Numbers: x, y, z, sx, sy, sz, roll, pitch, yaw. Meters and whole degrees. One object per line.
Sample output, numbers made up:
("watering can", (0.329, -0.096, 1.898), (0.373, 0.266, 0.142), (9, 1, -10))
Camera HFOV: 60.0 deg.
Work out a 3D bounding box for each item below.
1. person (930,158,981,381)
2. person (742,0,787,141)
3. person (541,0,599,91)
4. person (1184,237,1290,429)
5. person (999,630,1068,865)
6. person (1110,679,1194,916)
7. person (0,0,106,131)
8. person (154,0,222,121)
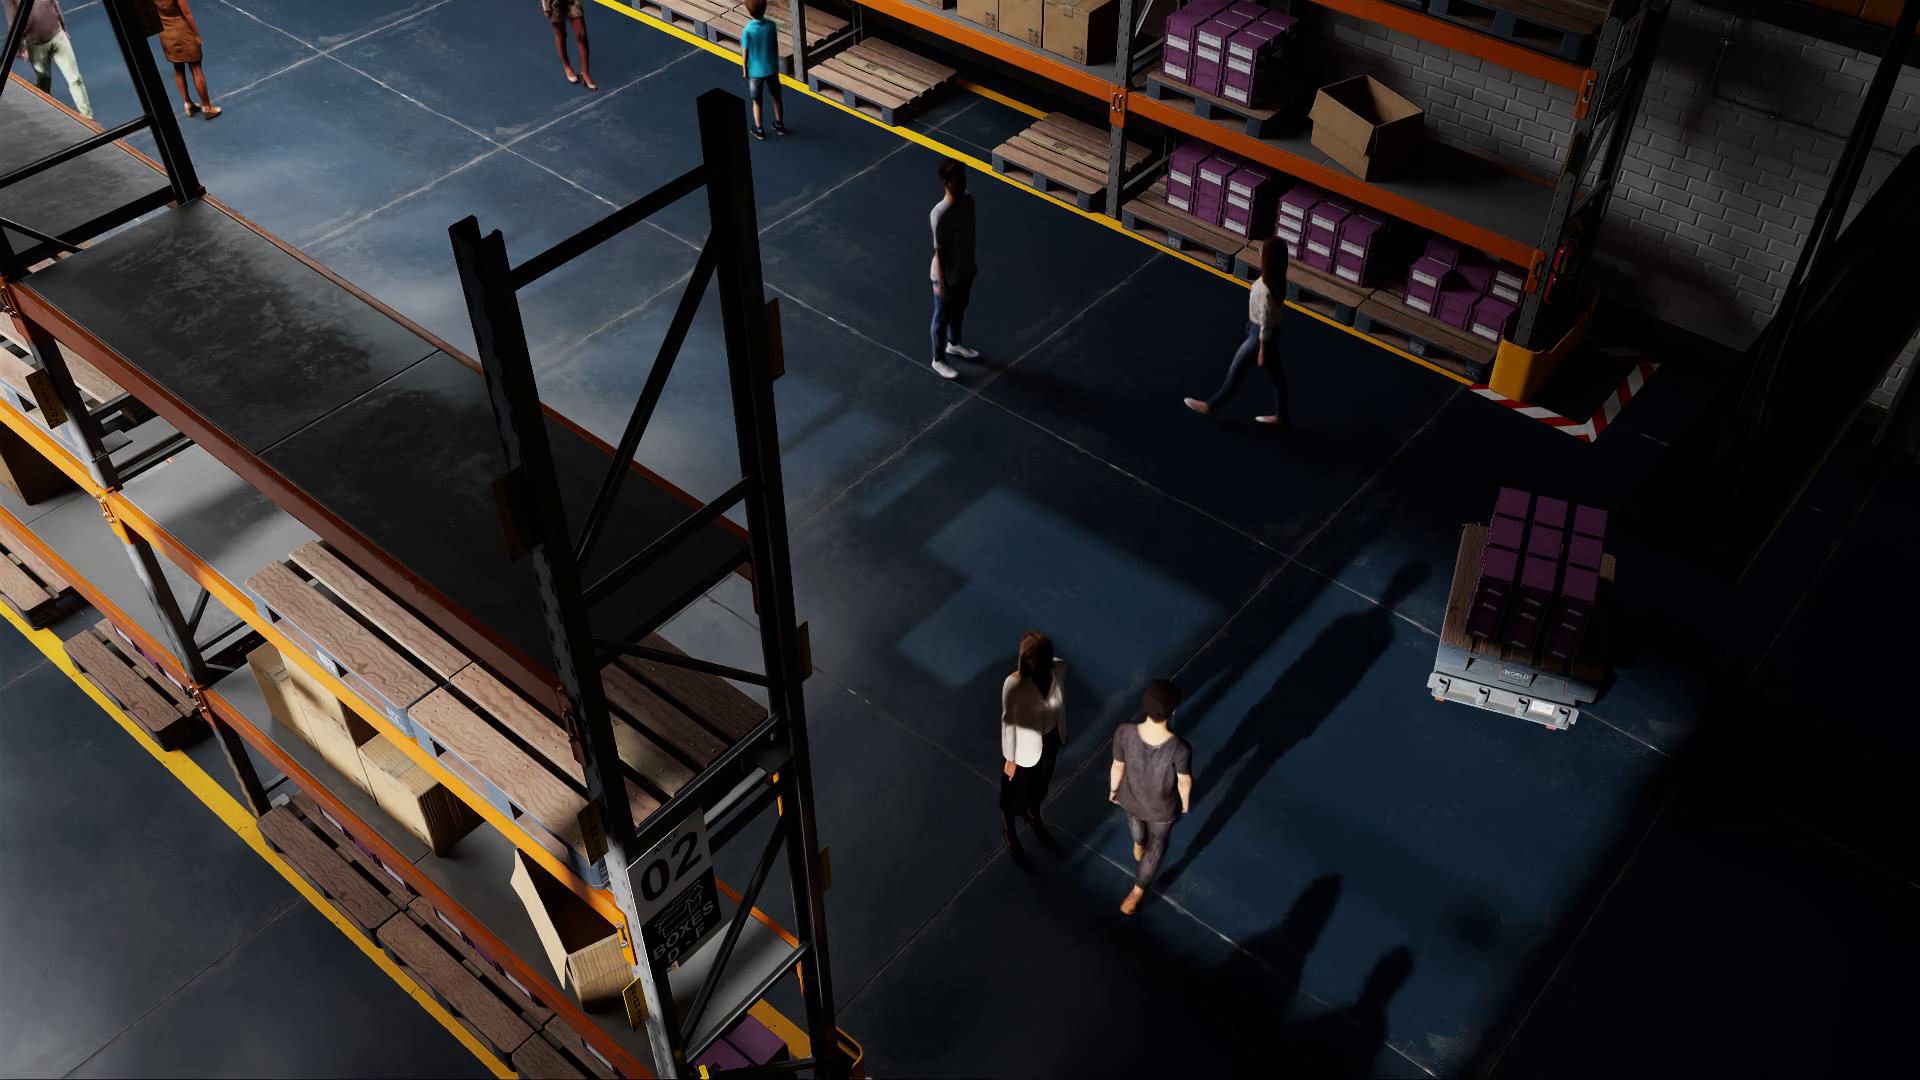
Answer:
("person", (-0.057, -2.172, 13.175), (0.599, 1.890, 0.692), (25, 49, 24))
("person", (-1.887, -4.560, 15.999), (0.592, 1.452, 0.604), (-20, 47, -20))
("person", (-4.025, -5.401, 16.650), (0.710, 1.772, 0.835), (-27, 50, -26))
("person", (2.392, -1.519, 12.631), (1.133, 1.694, 0.827), (15, 46, 15))
("person", (0.420, 1.197, 9.661), (0.641, 1.859, 0.570), (-30, 51, -28))
("person", (1.071, 1.479, 9.486), (1.011, 1.692, 0.832), (19, 47, 19))
("person", (-8.821, -4.807, 15.983), (0.738, 1.831, 1.101), (-33, 52, -30))
("person", (-7.619, -4.908, 16.195), (0.587, 1.684, 0.698), (10, 44, 10))
